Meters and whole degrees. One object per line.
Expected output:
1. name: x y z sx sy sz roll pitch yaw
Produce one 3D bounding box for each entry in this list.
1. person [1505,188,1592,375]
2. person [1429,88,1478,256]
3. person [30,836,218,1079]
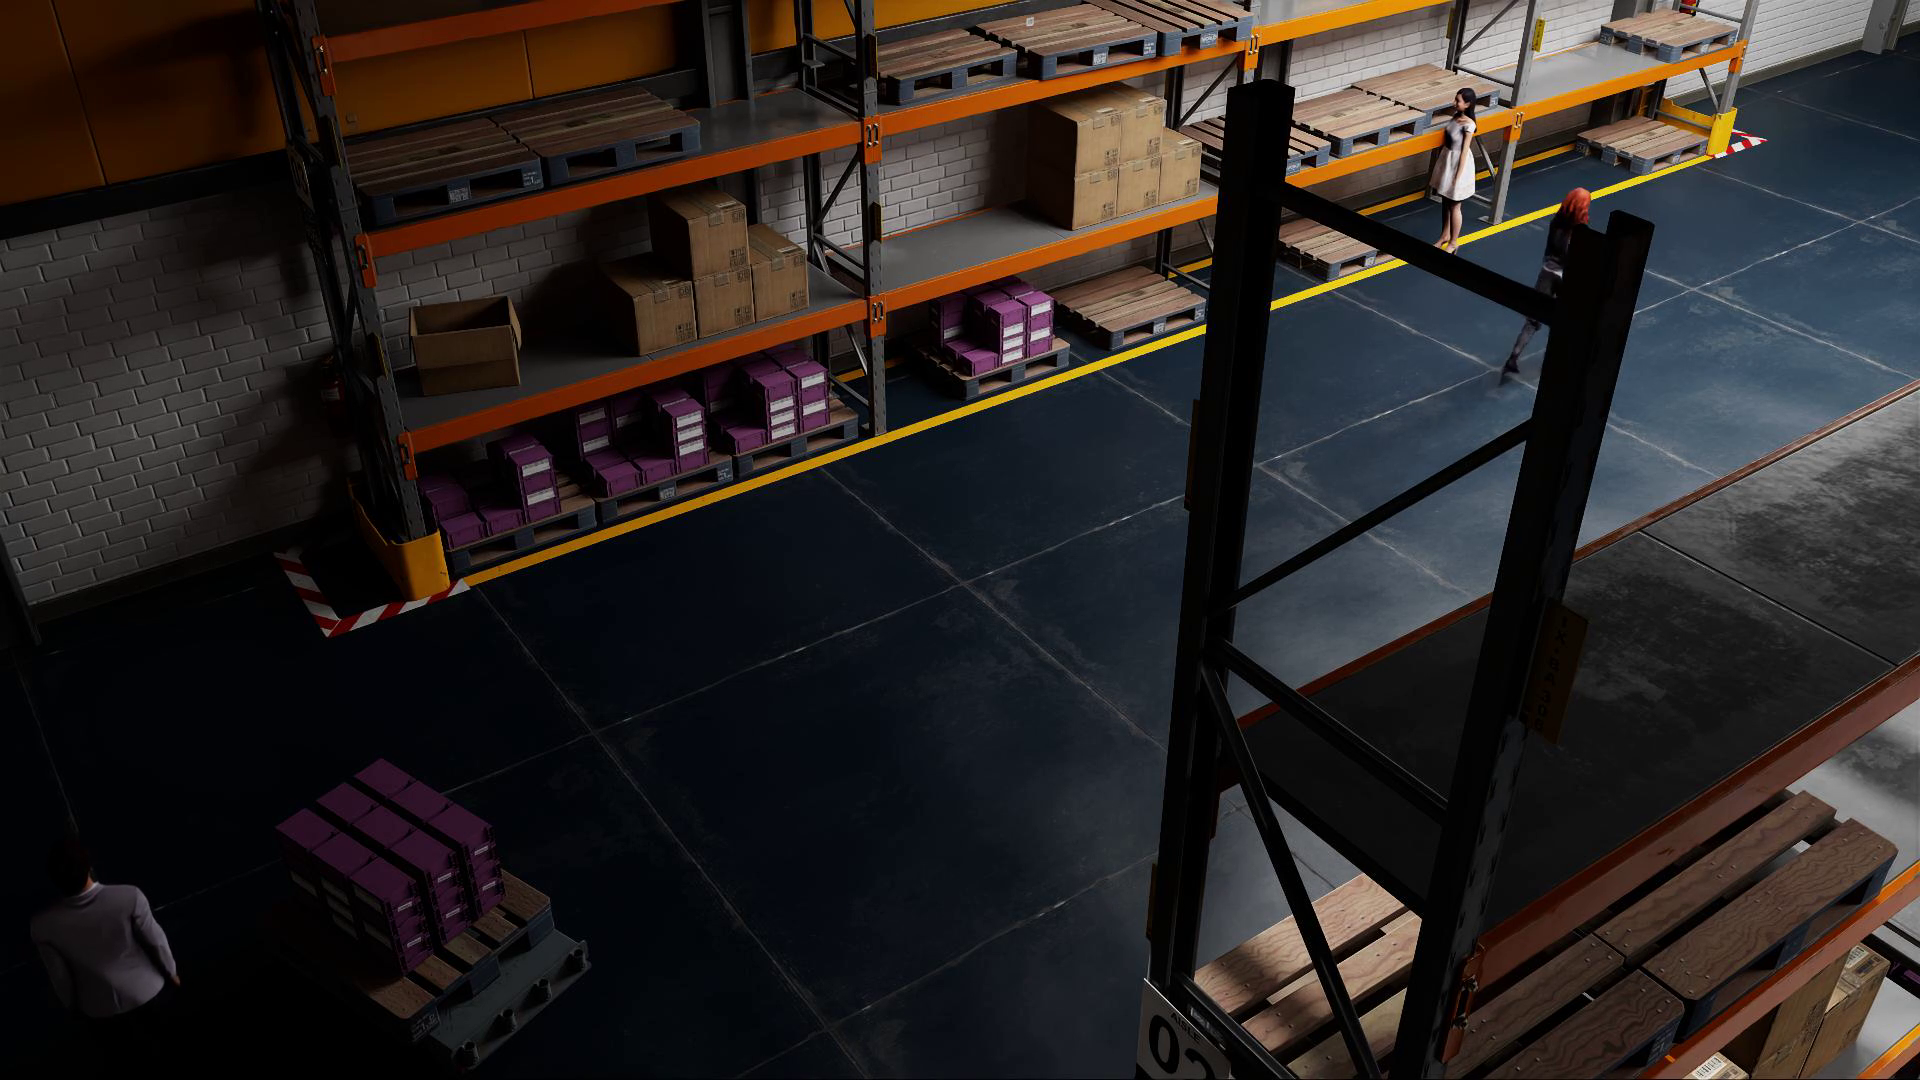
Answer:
1. person: 5.260 -2.262 14.798 1.187 1.737 0.699 -28 42 -35
2. person: 5.061 -3.762 17.025 0.794 1.769 0.773 -3 34 -5
3. person: -4.057 2.165 8.033 0.581 1.852 0.772 -15 36 -21
